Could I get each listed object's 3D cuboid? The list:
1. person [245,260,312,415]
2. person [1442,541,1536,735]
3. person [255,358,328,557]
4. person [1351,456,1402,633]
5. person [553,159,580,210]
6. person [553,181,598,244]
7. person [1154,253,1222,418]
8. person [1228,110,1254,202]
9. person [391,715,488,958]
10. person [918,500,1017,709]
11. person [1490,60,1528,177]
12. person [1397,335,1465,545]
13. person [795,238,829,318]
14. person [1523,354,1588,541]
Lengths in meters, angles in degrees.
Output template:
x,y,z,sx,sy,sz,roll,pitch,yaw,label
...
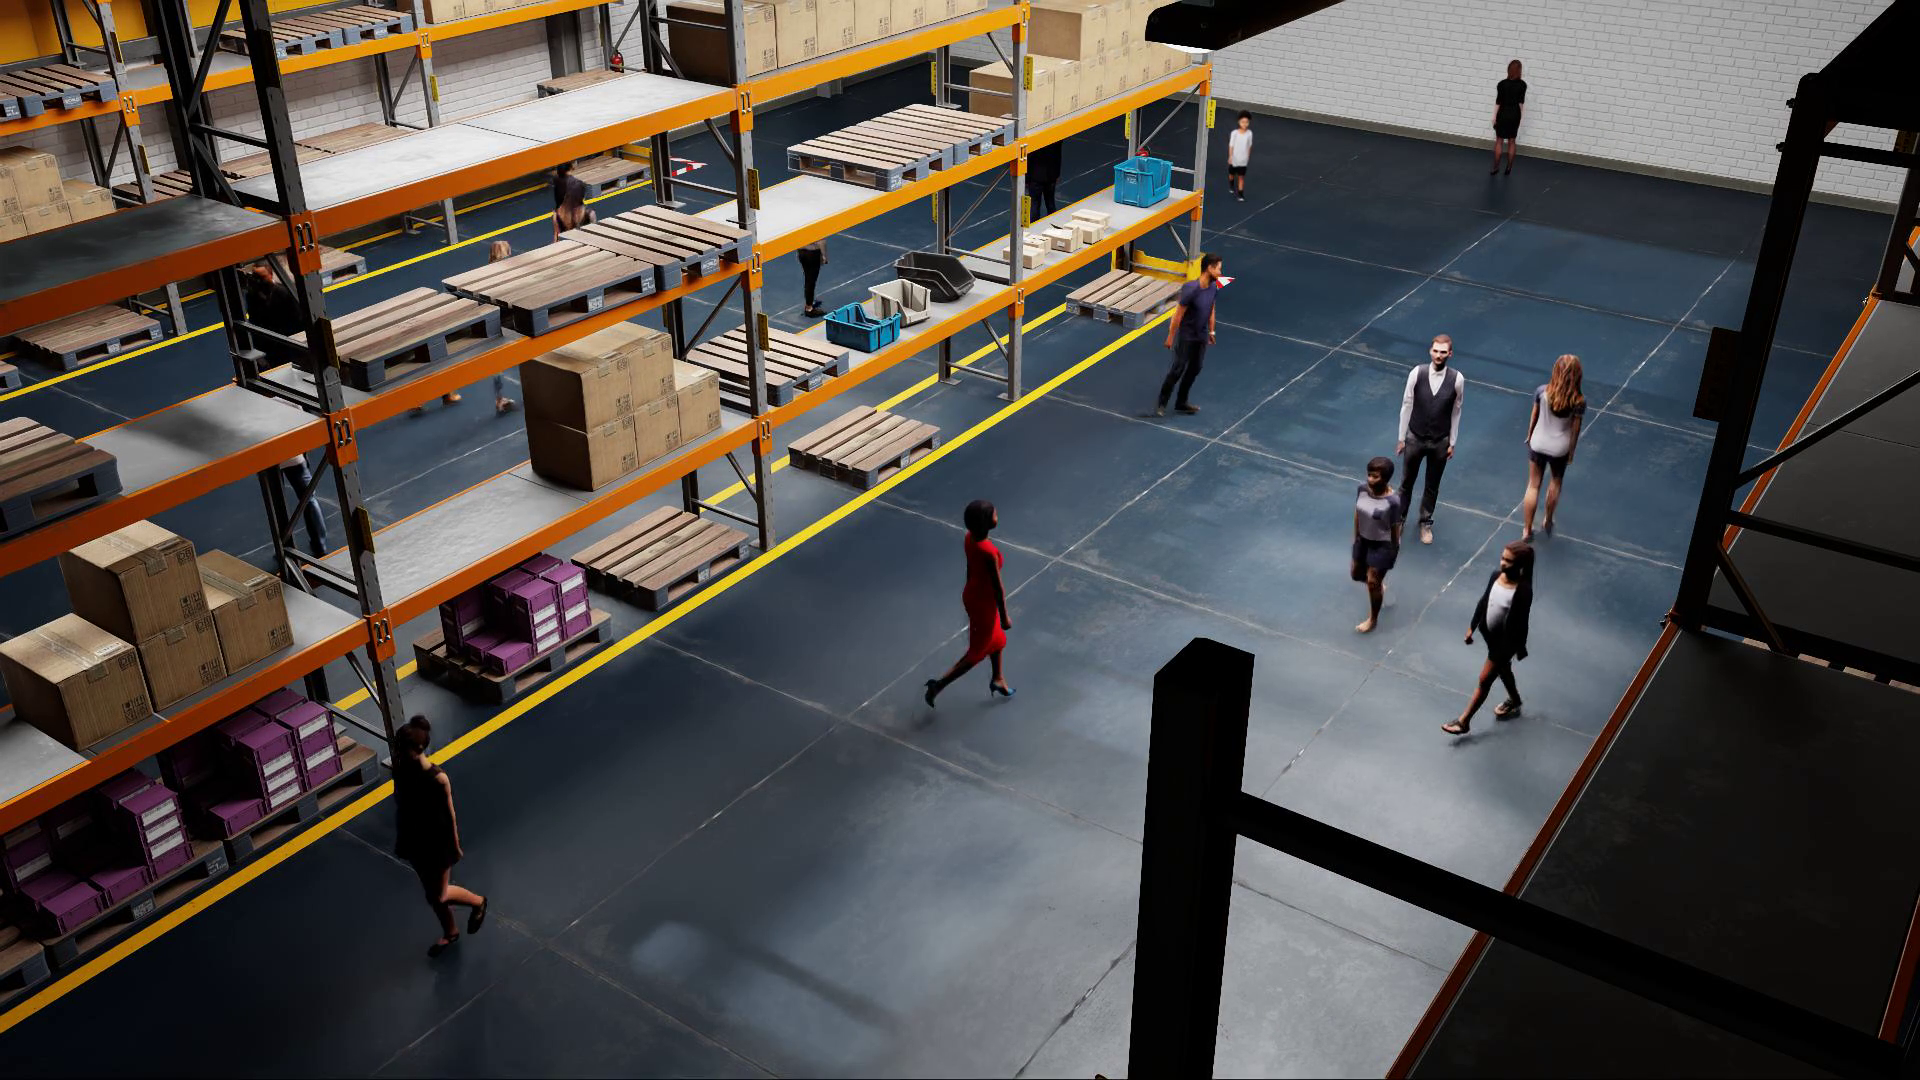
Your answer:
x,y,z,sx,sy,sz,roll,pitch,yaw,label
-6.675,-1.900,16.505,0.800,1.887,0.793,7,29,13,person
4.018,0.685,12.153,1.114,1.517,0.871,-14,32,-24,person
-5.847,-0.689,14.315,0.618,1.859,0.794,-19,34,-31,person
3.385,-0.007,13.392,0.812,1.545,0.697,-23,36,-35,person
-4.788,-3.839,20.270,0.721,1.685,1.013,12,31,20,person
-4.432,-3.225,19.168,0.984,1.663,1.124,-1,29,-2,person
2.299,-2.079,16.981,0.711,1.745,0.945,-12,31,-21,person
3.997,-5.532,23.837,0.747,1.242,0.917,2,29,4,person
-3.137,1.761,10.026,0.570,1.665,0.658,17,33,29,person
0.093,0.532,12.230,1.112,1.712,0.956,-10,30,-18,person
8.143,-6.268,24.703,0.661,1.705,0.675,1,29,1,person
4.119,-0.905,14.628,0.725,1.938,0.676,8,30,14,person
-1.791,-3.360,19.612,0.559,1.474,0.627,22,35,34,person
5.173,-0.774,14.626,0.679,1.710,0.778,12,31,21,person
